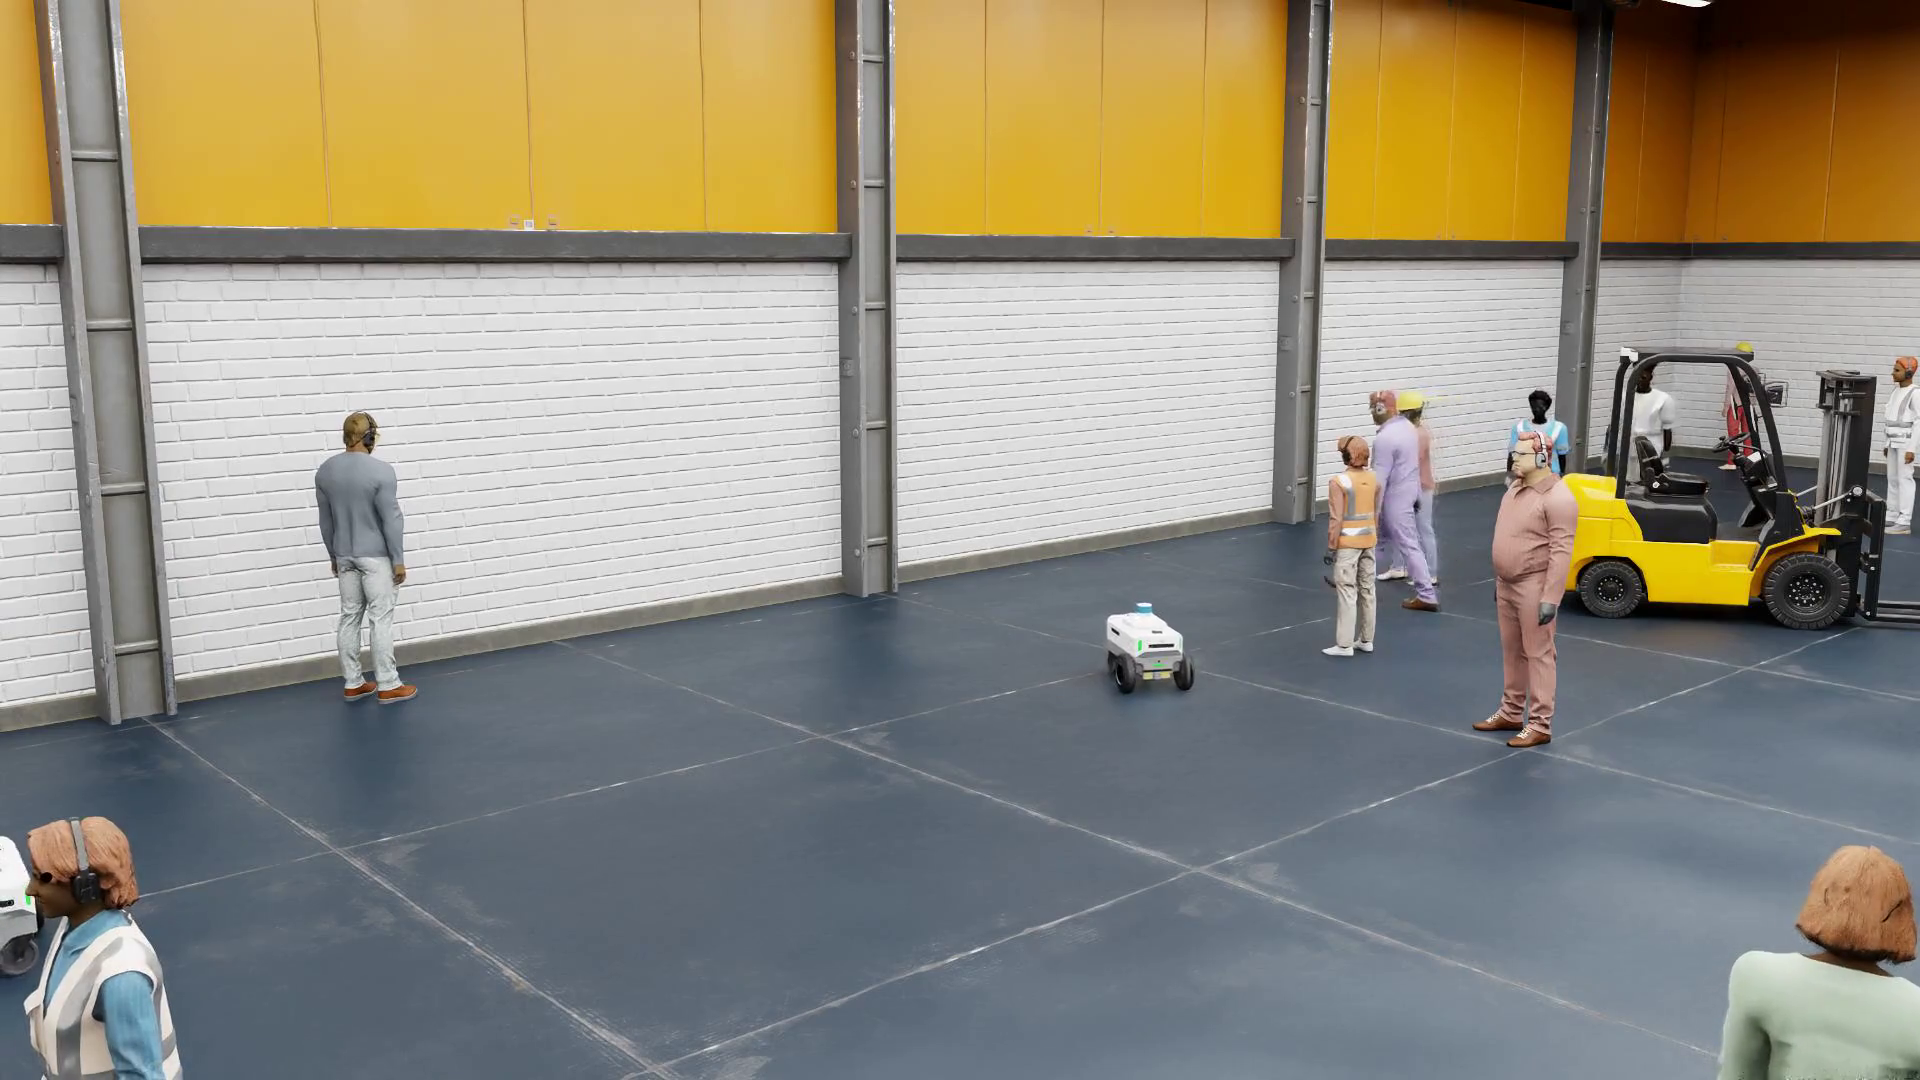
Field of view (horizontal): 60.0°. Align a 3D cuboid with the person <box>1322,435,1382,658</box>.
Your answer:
[{"bbox_3d":[2.883,0.049,12.220,0.515,1.641,0.315,-7,12,-34],"label":"person"}]

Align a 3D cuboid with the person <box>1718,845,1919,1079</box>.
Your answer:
[{"bbox_3d":[2.025,1.485,3.875,0.511,1.628,0.438,7,12,36],"label":"person"}]

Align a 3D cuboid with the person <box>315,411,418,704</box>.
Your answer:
[{"bbox_3d":[-3.914,0.120,10.953,0.628,1.935,0.373,3,10,20],"label":"person"}]

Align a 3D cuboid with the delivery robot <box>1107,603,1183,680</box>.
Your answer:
[{"bbox_3d":[1.265,0.678,11.440,0.477,0.478,0.707,-2,10,-13],"label":"delivery robot"}]

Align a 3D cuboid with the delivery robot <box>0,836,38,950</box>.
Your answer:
[{"bbox_3d":[-4.085,1.449,6.926,0.477,0.478,0.707,-7,12,-35],"label":"delivery robot"}]

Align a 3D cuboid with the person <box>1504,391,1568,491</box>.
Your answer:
[{"bbox_3d":[5.466,-0.585,15.844,0.553,1.653,0.838,5,11,28],"label":"person"}]

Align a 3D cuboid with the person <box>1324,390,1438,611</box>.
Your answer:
[{"bbox_3d":[3.572,-0.342,13.951,1.041,1.831,0.684,6,11,29],"label":"person"}]

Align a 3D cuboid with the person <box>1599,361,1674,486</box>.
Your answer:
[{"bbox_3d":[6.818,-0.883,16.829,0.620,1.926,0.892,9,13,43],"label":"person"}]

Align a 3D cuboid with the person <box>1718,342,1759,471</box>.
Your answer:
[{"bbox_3d":[10.718,-1.835,22.877,0.533,1.770,0.304,-3,10,-18],"label":"person"}]

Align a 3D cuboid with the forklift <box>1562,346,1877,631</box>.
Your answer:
[{"bbox_3d":[6.109,-0.478,13.691,2.313,2.155,1.214,3,10,16],"label":"forklift"}]

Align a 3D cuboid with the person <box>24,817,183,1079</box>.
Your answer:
[{"bbox_3d":[-2.038,1.452,4.014,0.310,1.638,0.523,-8,13,-39],"label":"person"}]

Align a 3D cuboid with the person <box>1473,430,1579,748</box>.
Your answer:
[{"bbox_3d":[3.412,0.289,10.045,0.409,1.908,0.639,-2,10,-13],"label":"person"}]

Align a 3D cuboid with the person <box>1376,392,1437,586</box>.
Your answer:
[{"bbox_3d":[3.996,-0.446,14.821,0.651,1.734,0.547,0,10,2],"label":"person"}]

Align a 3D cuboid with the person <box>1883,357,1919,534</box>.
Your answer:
[{"bbox_3d":[9.992,-1.001,17.666,0.362,1.882,0.576,1,10,5],"label":"person"}]
